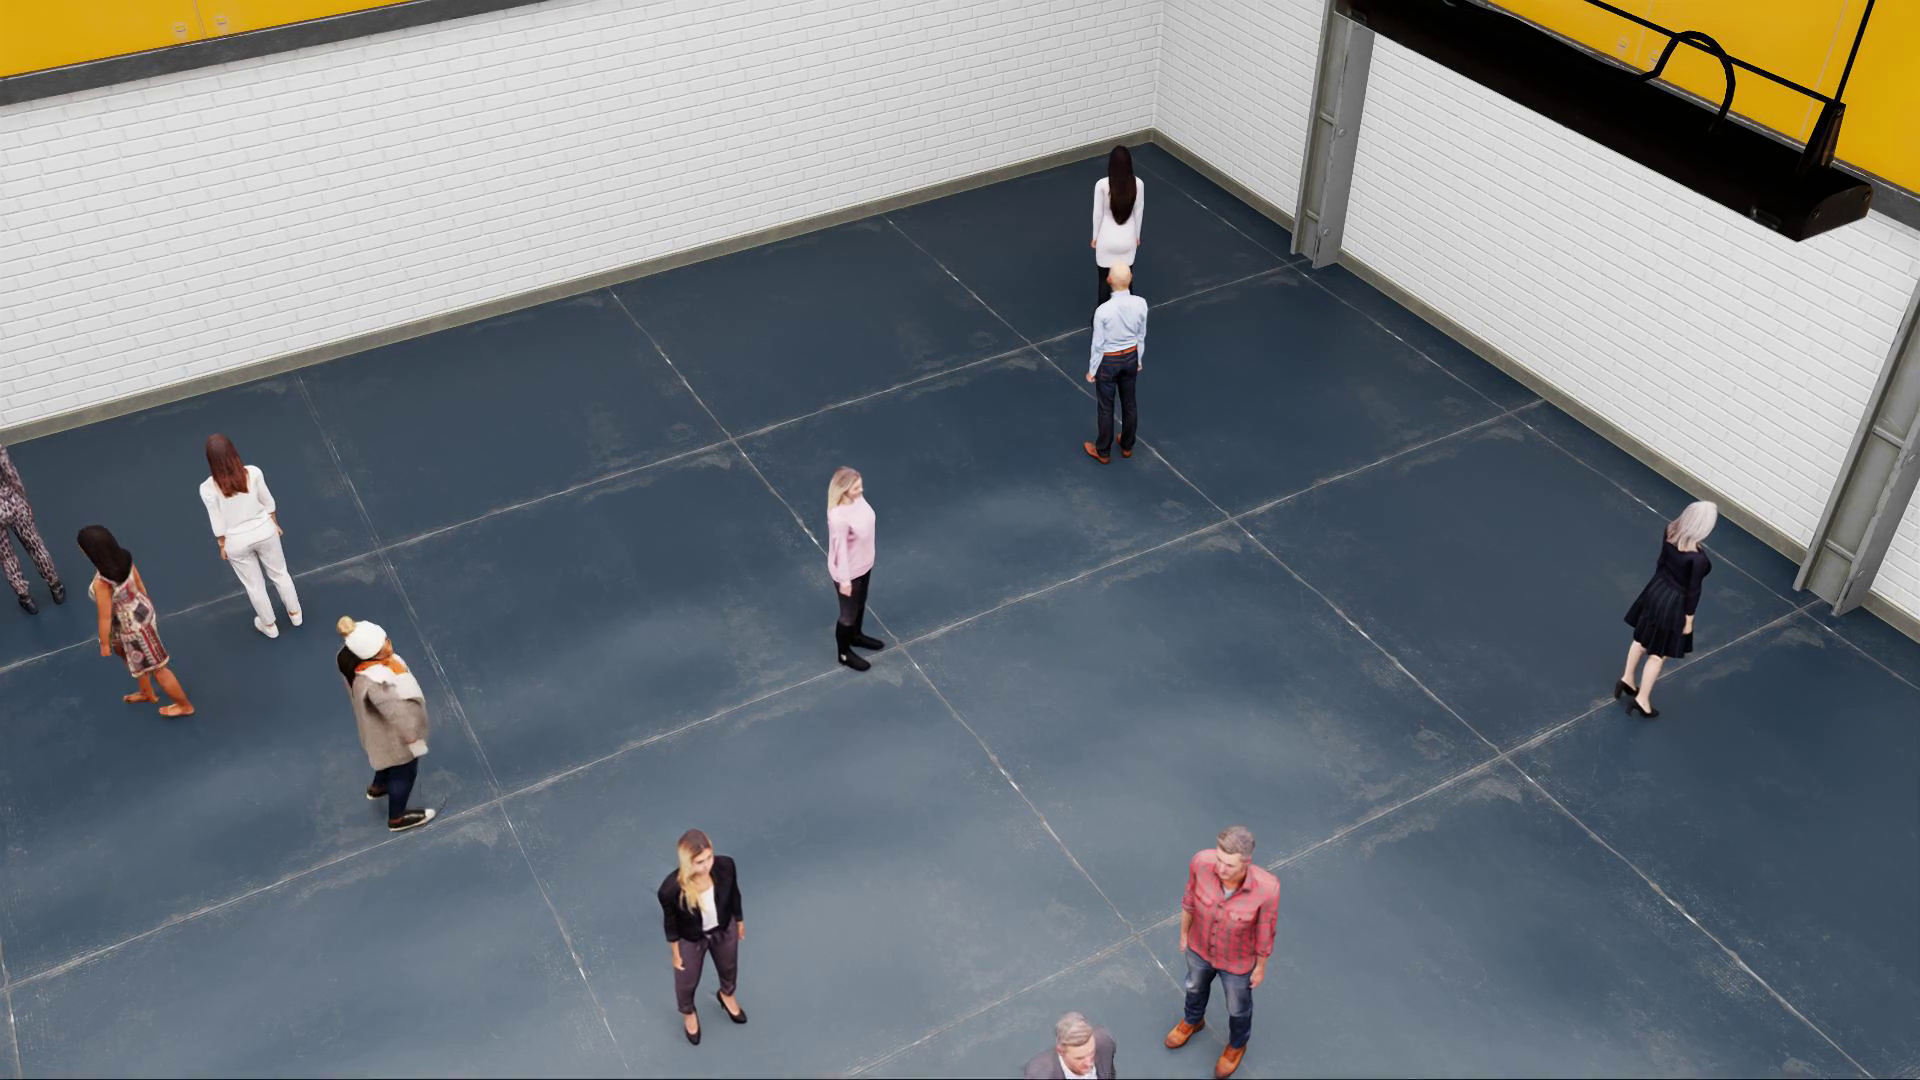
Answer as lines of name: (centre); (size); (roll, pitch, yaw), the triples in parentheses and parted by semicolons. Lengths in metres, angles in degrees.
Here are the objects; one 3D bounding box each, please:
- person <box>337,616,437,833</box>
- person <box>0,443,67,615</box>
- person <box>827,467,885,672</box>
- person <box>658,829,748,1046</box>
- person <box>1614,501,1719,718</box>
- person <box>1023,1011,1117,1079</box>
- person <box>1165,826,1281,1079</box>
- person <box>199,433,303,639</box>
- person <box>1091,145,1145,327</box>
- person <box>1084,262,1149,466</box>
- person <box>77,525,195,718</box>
person: (-3.543, 1.097, 10.172); (0.636, 1.862, 0.877); (31, 48, 33)
person: (-6.875, -0.197, 11.910); (0.570, 1.715, 0.529); (-22, 44, -25)
person: (-0.766, 0.171, 11.474); (0.740, 1.685, 0.685); (11, 40, 13)
person: (-1.394, 2.144, 9.019); (0.588, 1.664, 0.549); (-20, 43, -23)
person: (4.715, 0.450, 11.077); (0.737, 1.743, 0.605); (-7, 39, -9)
person: (0.486, 2.797, 8.071); (0.781, 1.827, 0.848); (-24, 45, -27)
person: (1.411, 2.158, 8.870); (0.669, 1.829, 0.821); (22, 44, 25)
person: (-5.011, -0.034, 11.727); (0.642, 1.688, 0.586); (-29, 47, -31)
person: (1.395, -2.695, 14.964); (0.676, 1.807, 0.643); (-5, 39, -6)
person: (1.260, -1.414, 13.375); (0.667, 1.787, 0.606); (-14, 41, -17)
person: (-5.394, 0.565, 11.024); (0.831, 1.630, 0.786); (-5, 39, -6)
